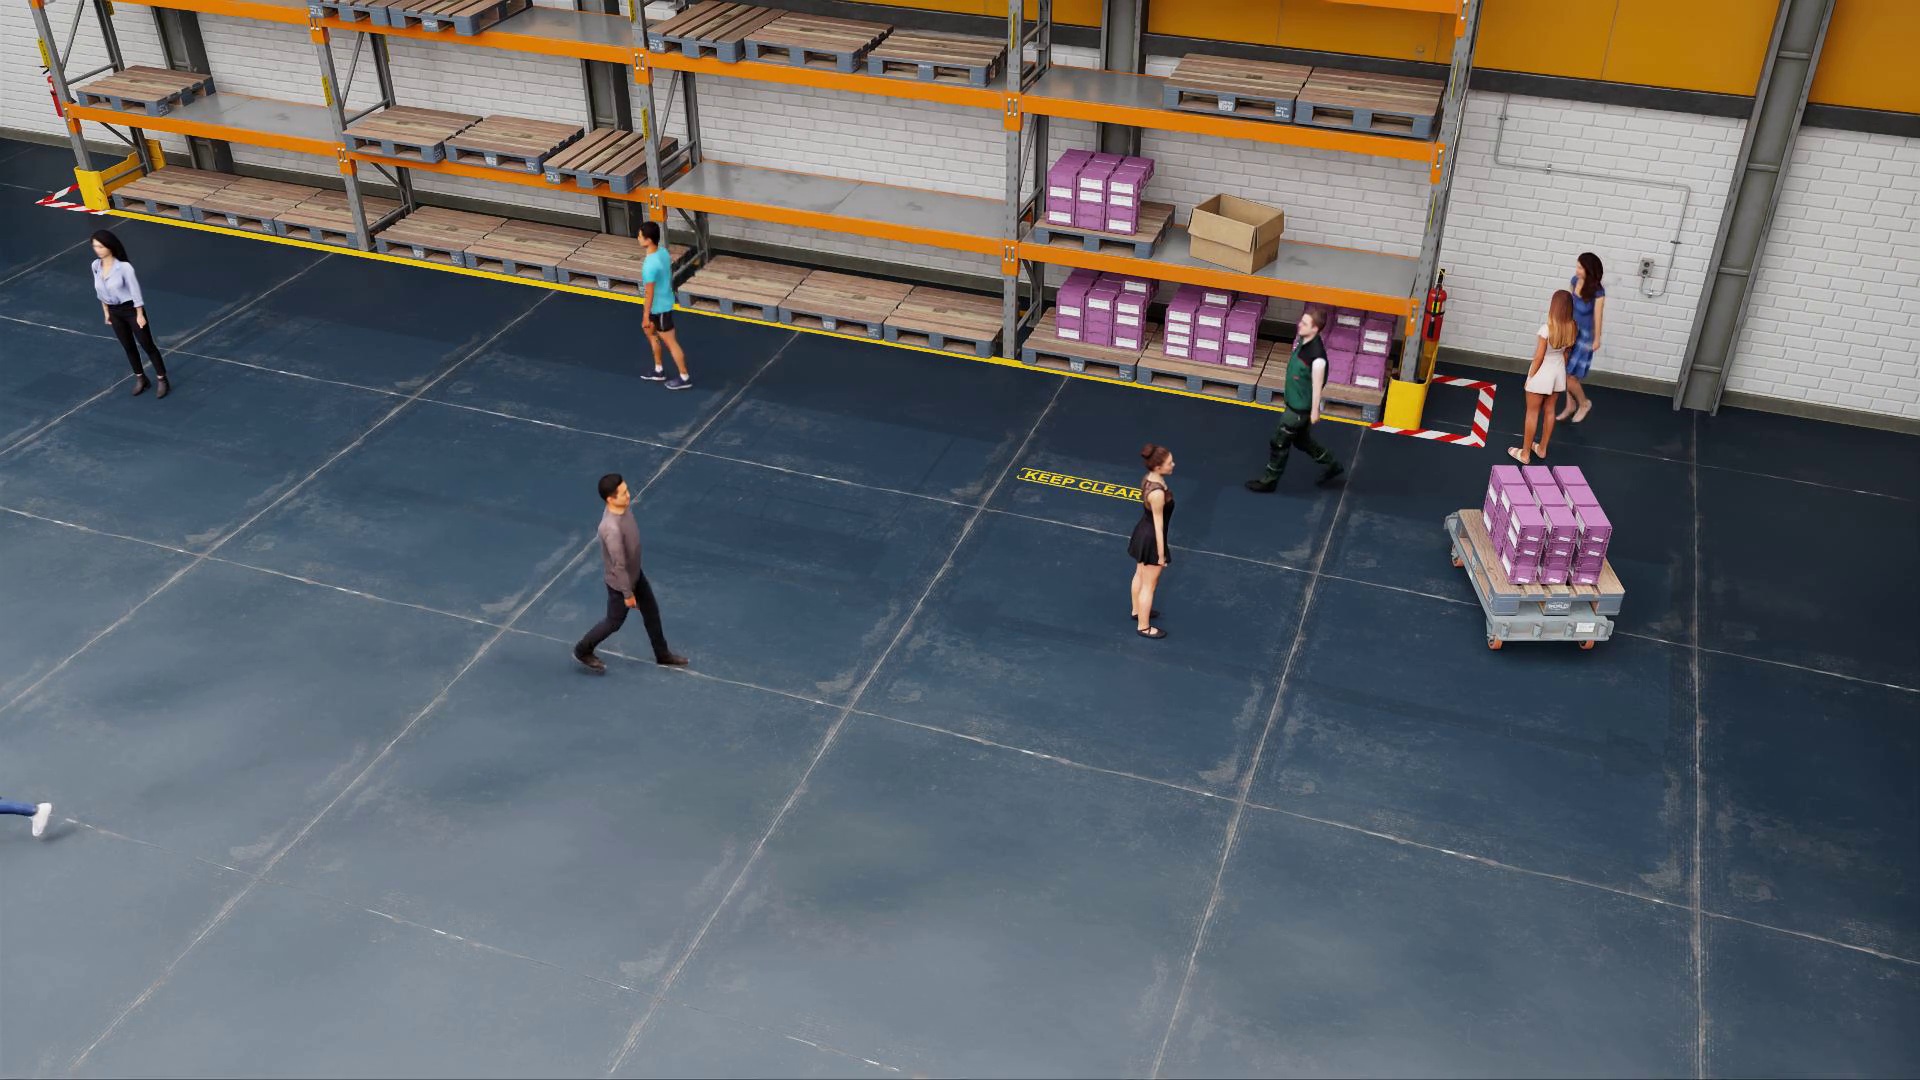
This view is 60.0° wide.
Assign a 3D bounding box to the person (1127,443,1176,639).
[{"bbox_3d":[1.490,-0.010,12.941,0.686,1.674,0.664,-3,34,-4],"label":"person"}]

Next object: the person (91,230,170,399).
[{"bbox_3d":[-8.094,-2.200,16.173,0.529,1.743,0.725,7,34,11],"label":"person"}]

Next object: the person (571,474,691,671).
[{"bbox_3d":[-2.606,0.286,12.442,1.206,1.733,0.882,5,34,7],"label":"person"}]

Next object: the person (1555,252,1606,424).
[{"bbox_3d":[5.836,-1.847,15.611,0.887,1.778,0.831,-9,35,-13],"label":"person"}]

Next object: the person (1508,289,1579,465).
[{"bbox_3d":[5.348,-1.494,15.152,0.662,1.697,0.728,-13,36,-18],"label":"person"}]

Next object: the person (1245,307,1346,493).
[{"bbox_3d":[3.065,-1.211,14.621,1.206,1.814,0.888,1,34,1],"label":"person"}]

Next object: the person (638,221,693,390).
[{"bbox_3d":[-2.833,-2.276,16.272,0.863,1.760,0.750,2,34,4],"label":"person"}]
